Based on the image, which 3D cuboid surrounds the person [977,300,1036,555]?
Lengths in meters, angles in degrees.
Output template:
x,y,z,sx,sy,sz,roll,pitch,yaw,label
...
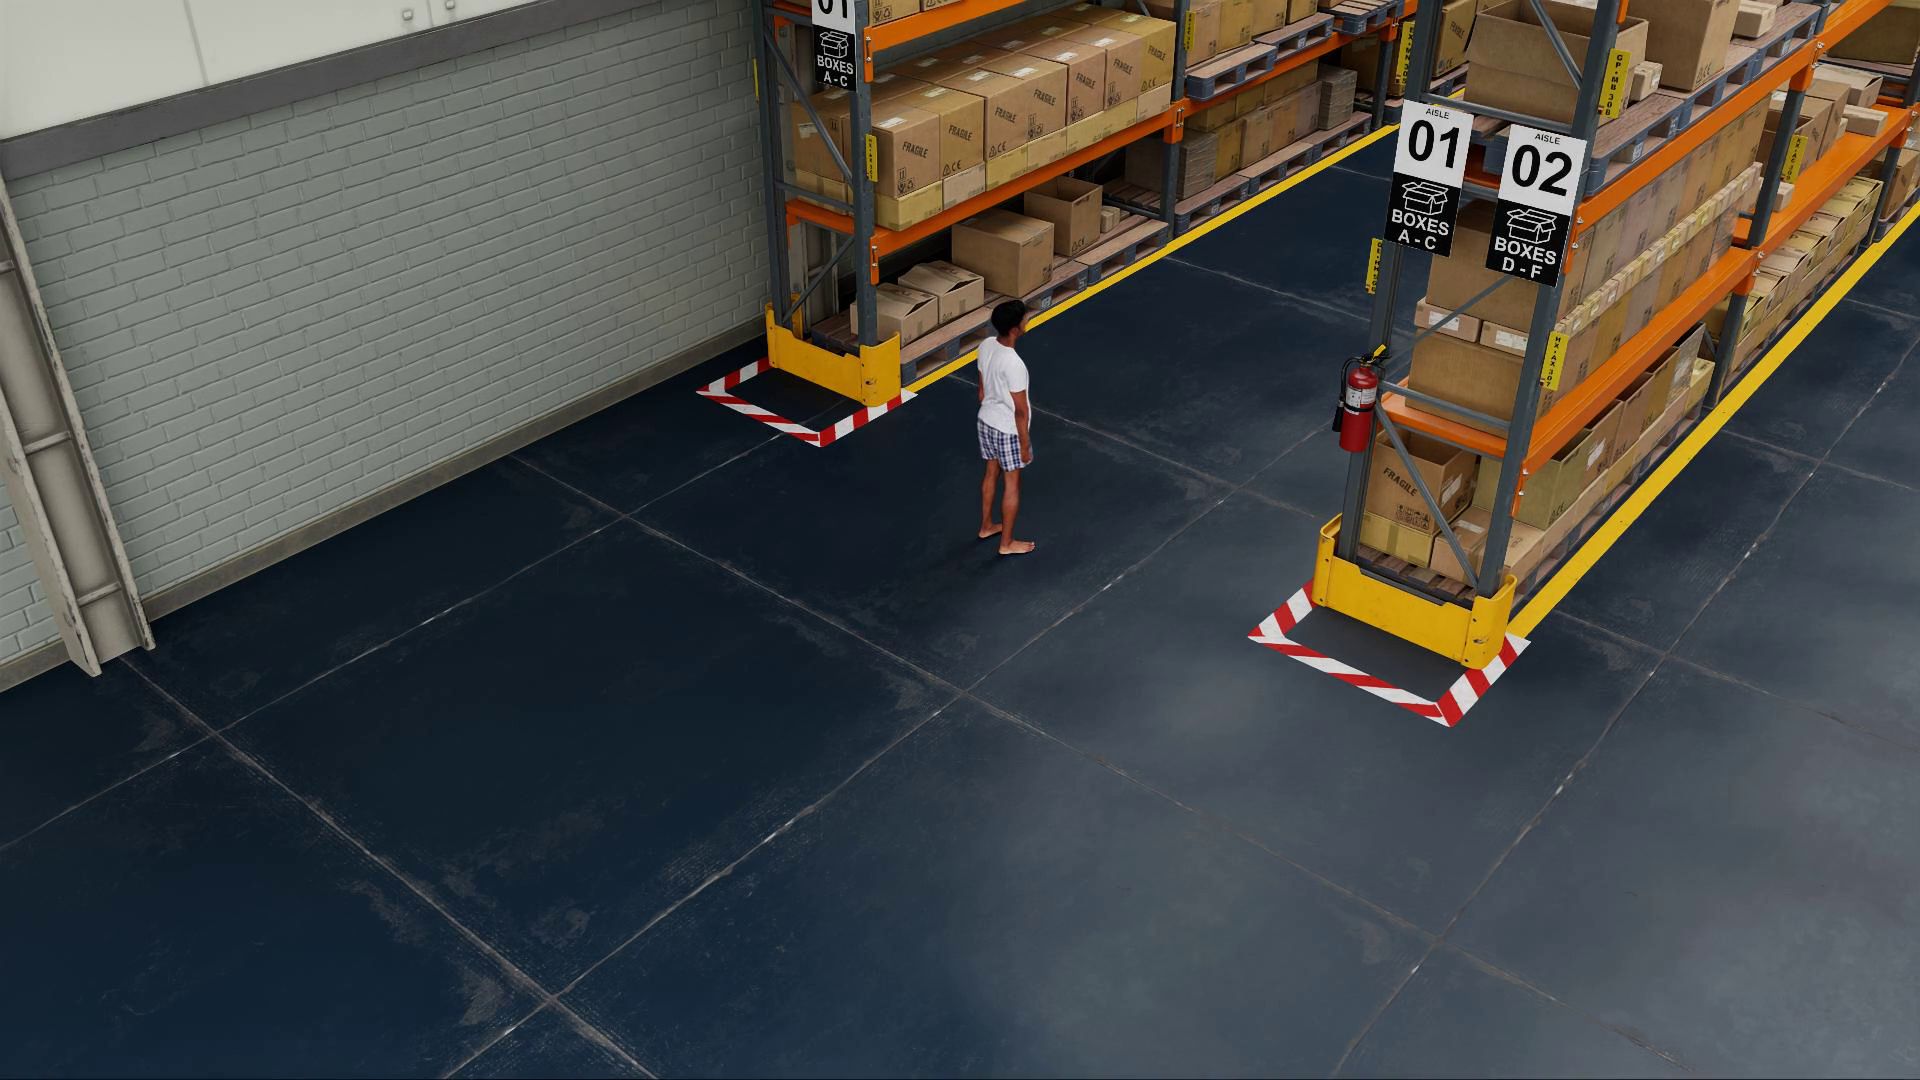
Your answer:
x,y,z,sx,sy,sz,roll,pitch,yaw,label
0.279,-0.719,10.562,0.648,1.731,0.707,-18,37,-25,person
